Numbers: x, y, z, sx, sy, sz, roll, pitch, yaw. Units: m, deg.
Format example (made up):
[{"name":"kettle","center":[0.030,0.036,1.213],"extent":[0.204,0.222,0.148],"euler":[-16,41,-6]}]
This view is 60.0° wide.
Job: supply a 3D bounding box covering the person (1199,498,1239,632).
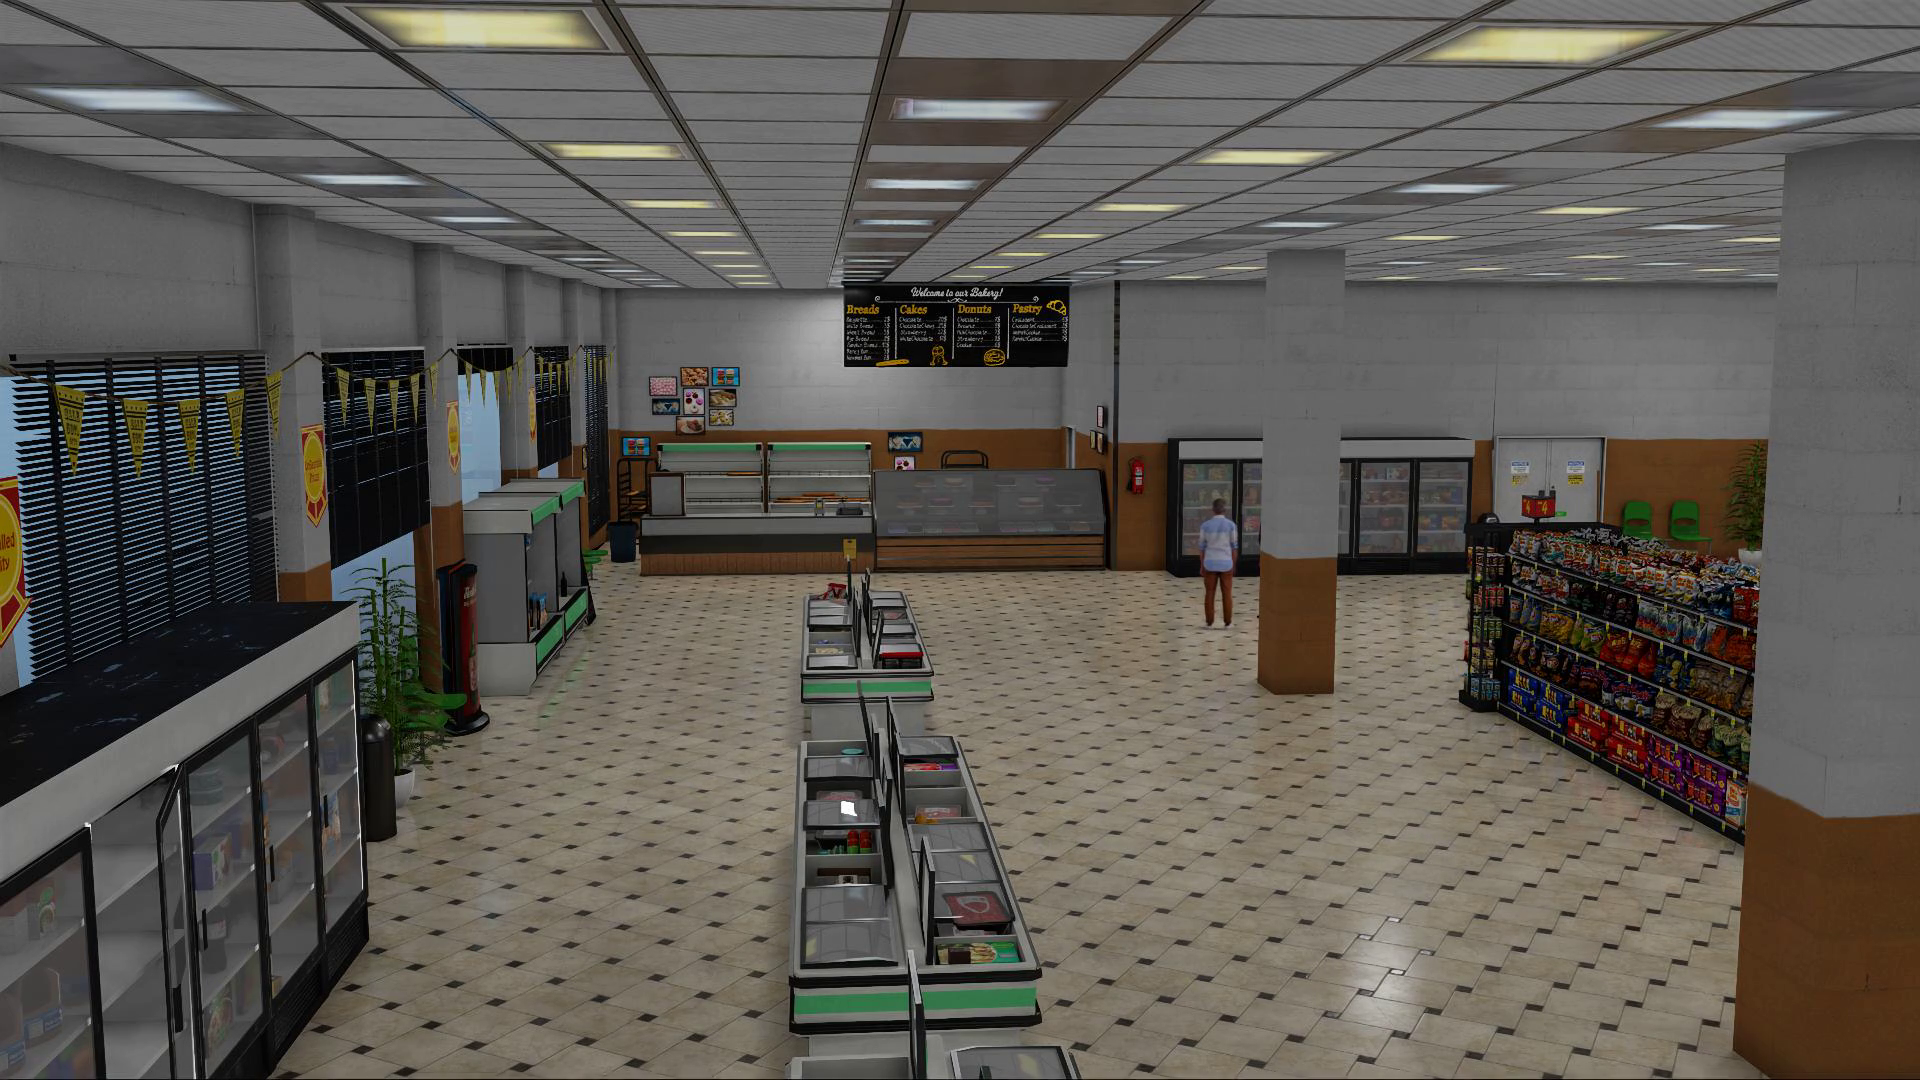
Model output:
[{"name":"person","center":[3.575,0.332,22.989],"extent":[0.741,1.825,0.653],"euler":[1,7,10]}]
